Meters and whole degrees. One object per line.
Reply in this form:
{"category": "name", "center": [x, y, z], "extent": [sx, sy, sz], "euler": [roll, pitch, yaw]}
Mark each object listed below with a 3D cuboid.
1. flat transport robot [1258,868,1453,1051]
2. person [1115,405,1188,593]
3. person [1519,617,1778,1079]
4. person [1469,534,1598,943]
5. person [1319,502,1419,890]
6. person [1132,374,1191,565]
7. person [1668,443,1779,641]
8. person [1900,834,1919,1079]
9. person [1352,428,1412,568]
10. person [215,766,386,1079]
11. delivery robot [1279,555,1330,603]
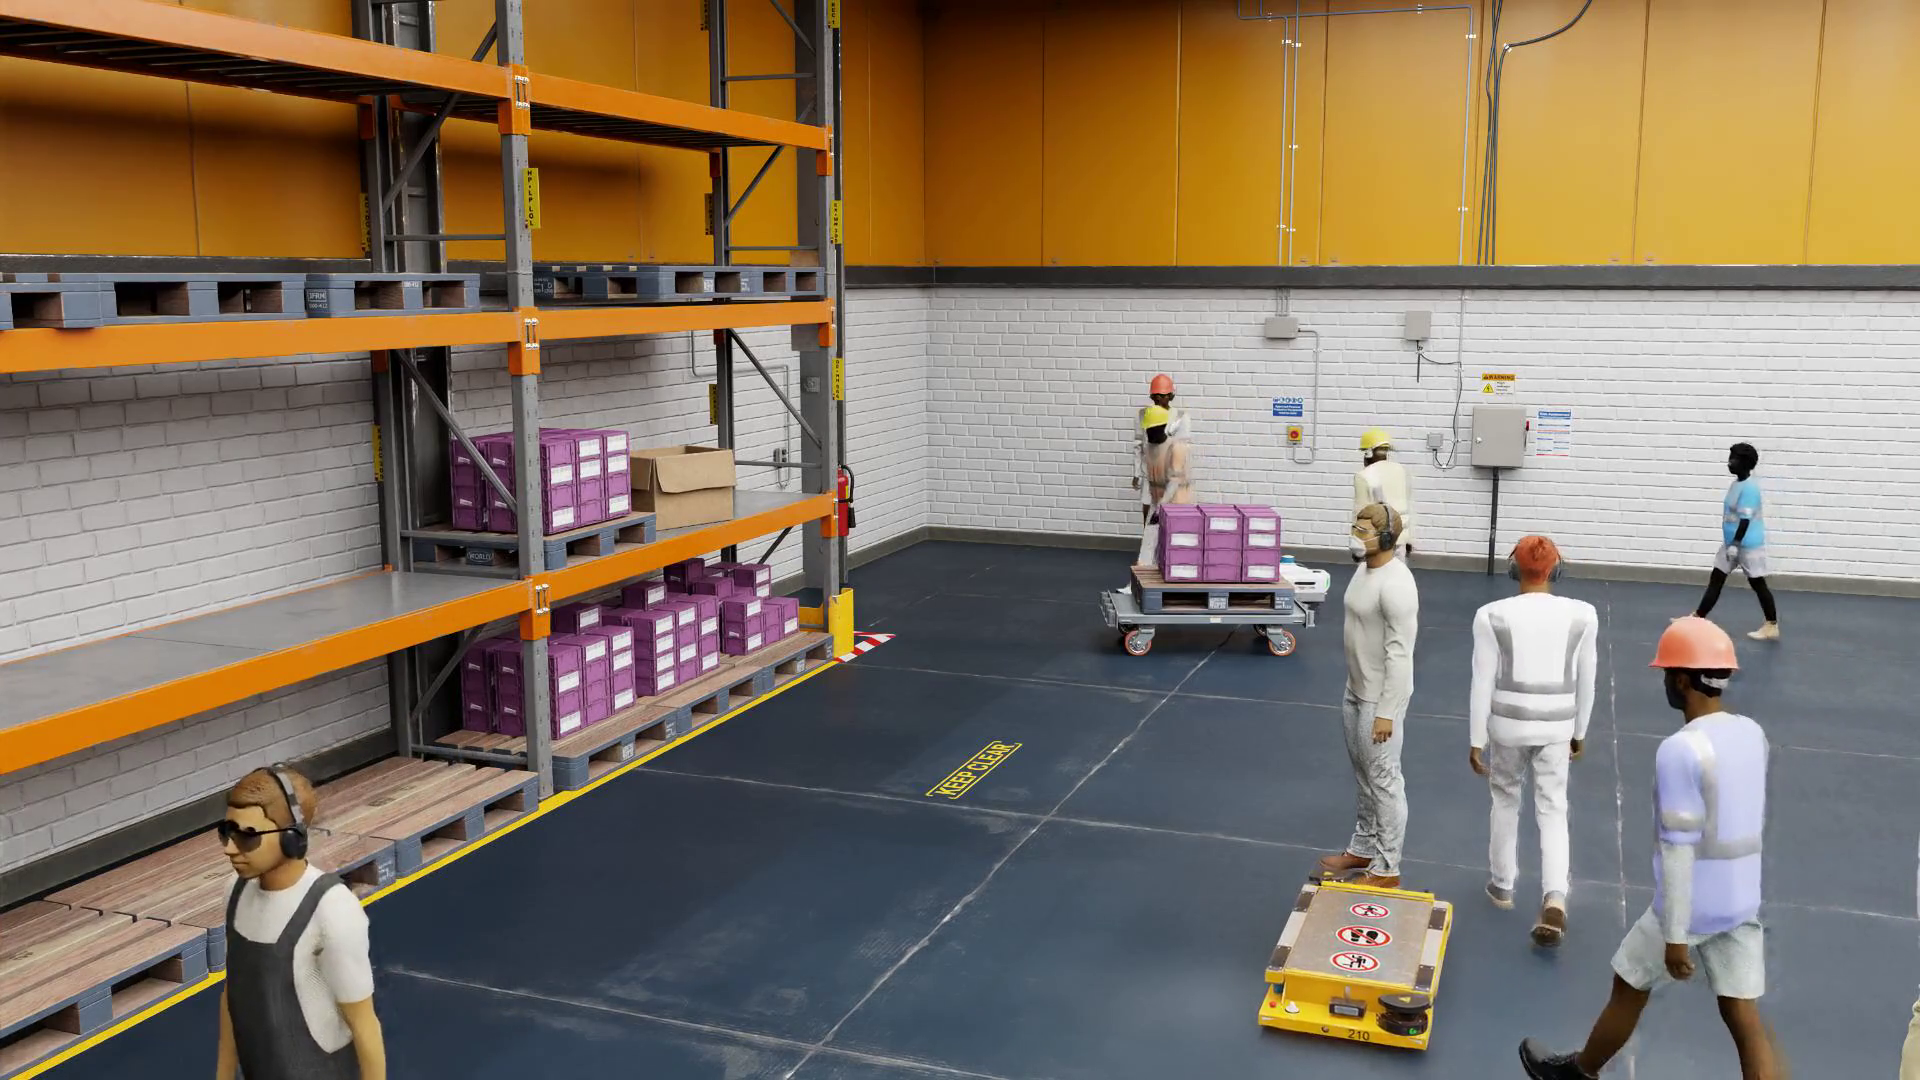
{"category": "flat transport robot", "center": [1.738, 1.766, 7.167], "extent": [0.652, 0.197, 1.431], "euler": [3, 10, 20]}
{"category": "person", "center": [1.974, -0.351, 15.610], "extent": [1.118, 1.841, 0.573], "euler": [-6, 11, -35]}
{"category": "person", "center": [2.454, 1.197, 5.694], "extent": [0.544, 1.874, 1.022], "euler": [-5, 10, -29]}
{"category": "person", "center": [2.658, 0.902, 7.692], "extent": [0.580, 1.857, 0.875], "euler": [2, 9, 10]}
{"category": "person", "center": [2.031, 0.773, 8.180], "extent": [0.370, 1.940, 0.631], "euler": [-1, 9, -4]}
{"category": "person", "center": [2.064, -0.693, 17.113], "extent": [0.610, 2.032, 0.439], "euler": [5, 10, 28]}
{"category": "person", "center": [6.434, 0.018, 13.810], "extent": [0.861, 1.644, 0.551], "euler": [2, 9, 10]}
{"category": "person", "center": [3.473, 1.327, 5.660], "extent": [0.497, 1.633, 0.279], "euler": [-2, 9, -12]}
{"category": "person", "center": [3.468, -0.017, 13.622], "extent": [0.634, 1.795, 0.584], "euler": [-5, 10, -28]}
{"category": "person", "center": [-1.740, 1.453, 4.374], "extent": [0.521, 1.797, 0.994], "euler": [7, 11, 37]}
{"category": "delivery robot", "center": [2.894, 0.380, 14.685], "extent": [0.707, 0.478, 0.477], "euler": [0, 9, 1]}
